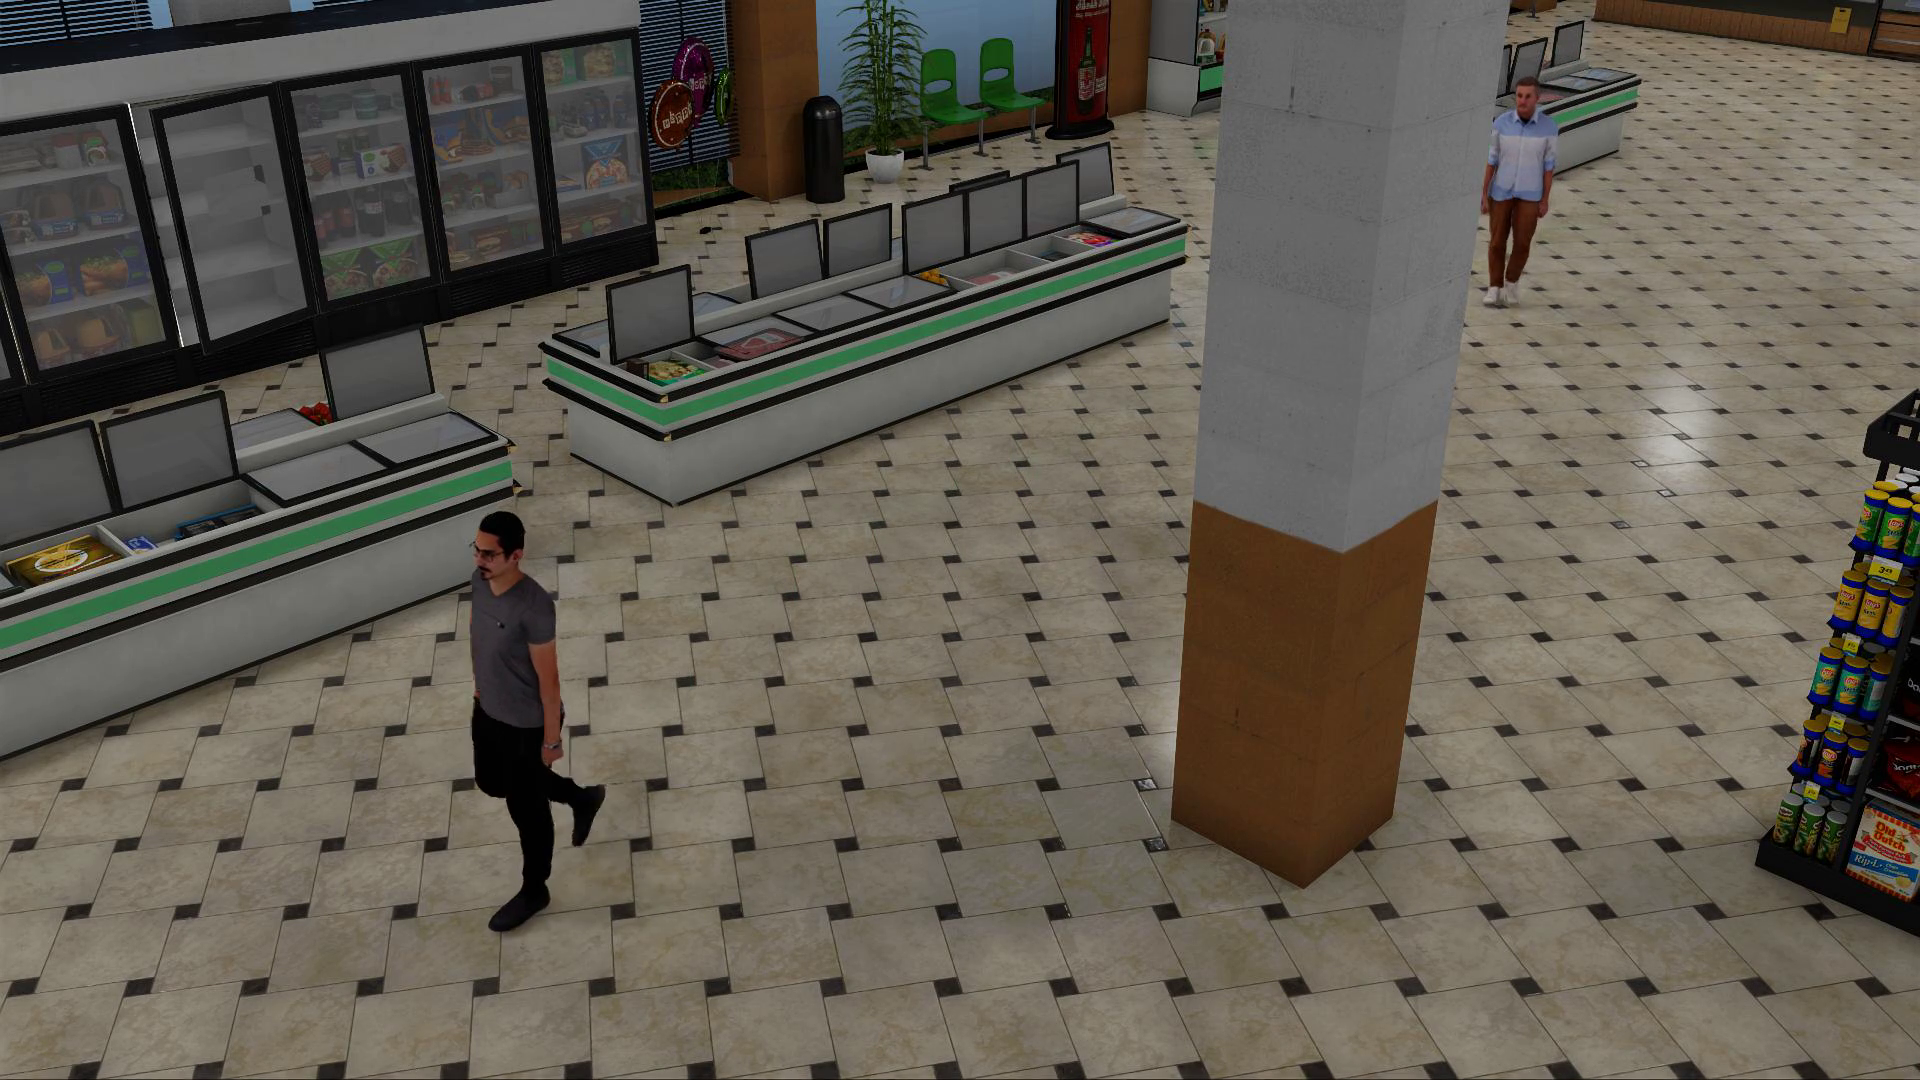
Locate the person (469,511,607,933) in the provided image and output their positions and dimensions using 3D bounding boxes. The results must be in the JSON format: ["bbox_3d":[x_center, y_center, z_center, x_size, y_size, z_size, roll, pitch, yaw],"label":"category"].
[{"bbox_3d":[-1.676,0.651,6.519,0.648,1.742,0.922,22,34,36],"label":"person"}]

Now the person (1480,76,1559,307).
[{"bbox_3d":[4.407,-2.758,13.164,0.796,1.812,0.786,11,29,21],"label":"person"}]
